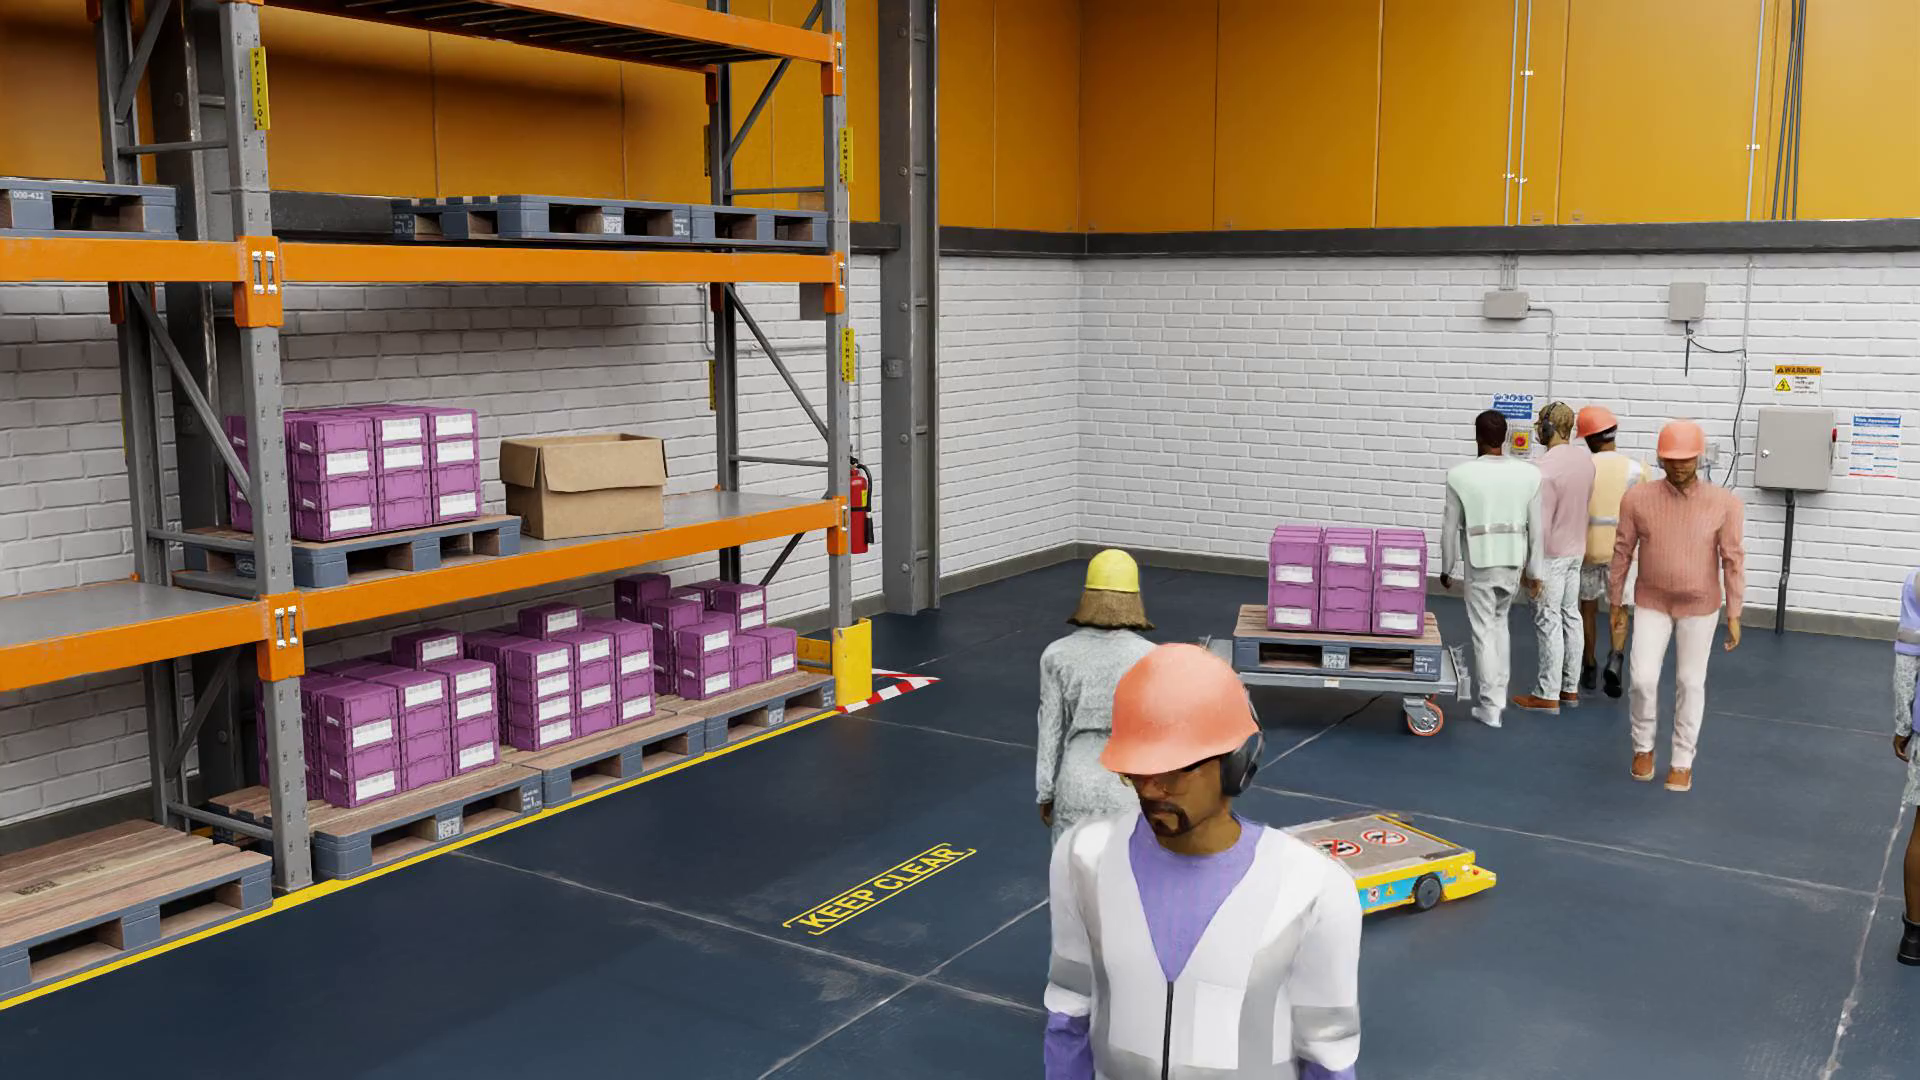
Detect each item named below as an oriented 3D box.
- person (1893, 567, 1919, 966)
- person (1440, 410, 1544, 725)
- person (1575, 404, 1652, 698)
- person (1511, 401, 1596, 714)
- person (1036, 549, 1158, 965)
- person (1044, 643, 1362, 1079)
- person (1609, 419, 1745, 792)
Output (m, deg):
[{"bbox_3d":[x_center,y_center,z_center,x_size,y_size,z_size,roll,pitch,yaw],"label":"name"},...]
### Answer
[{"bbox_3d":[3.894,0.715,6.400,0.377,1.936,0.549,-8,12,-42],"label":"person"},{"bbox_3d":[3.210,0.155,10.191,0.593,1.891,0.683,-1,9,-8],"label":"person"},{"bbox_3d":[4.147,0.075,10.701,0.582,1.895,0.747,3,9,19],"label":"person"},{"bbox_3d":[3.691,0.109,10.337,0.635,1.937,0.354,-8,12,-41],"label":"person"},{"bbox_3d":[0.520,0.896,5.923,0.498,1.727,0.401,3,9,18],"label":"person"},{"bbox_3d":[0.460,1.174,3.167,0.634,2.036,0.709,4,10,27],"label":"person"},{"bbox_3d":[3.730,0.346,8.688,0.660,1.971,0.459,4,10,26],"label":"person"}]
